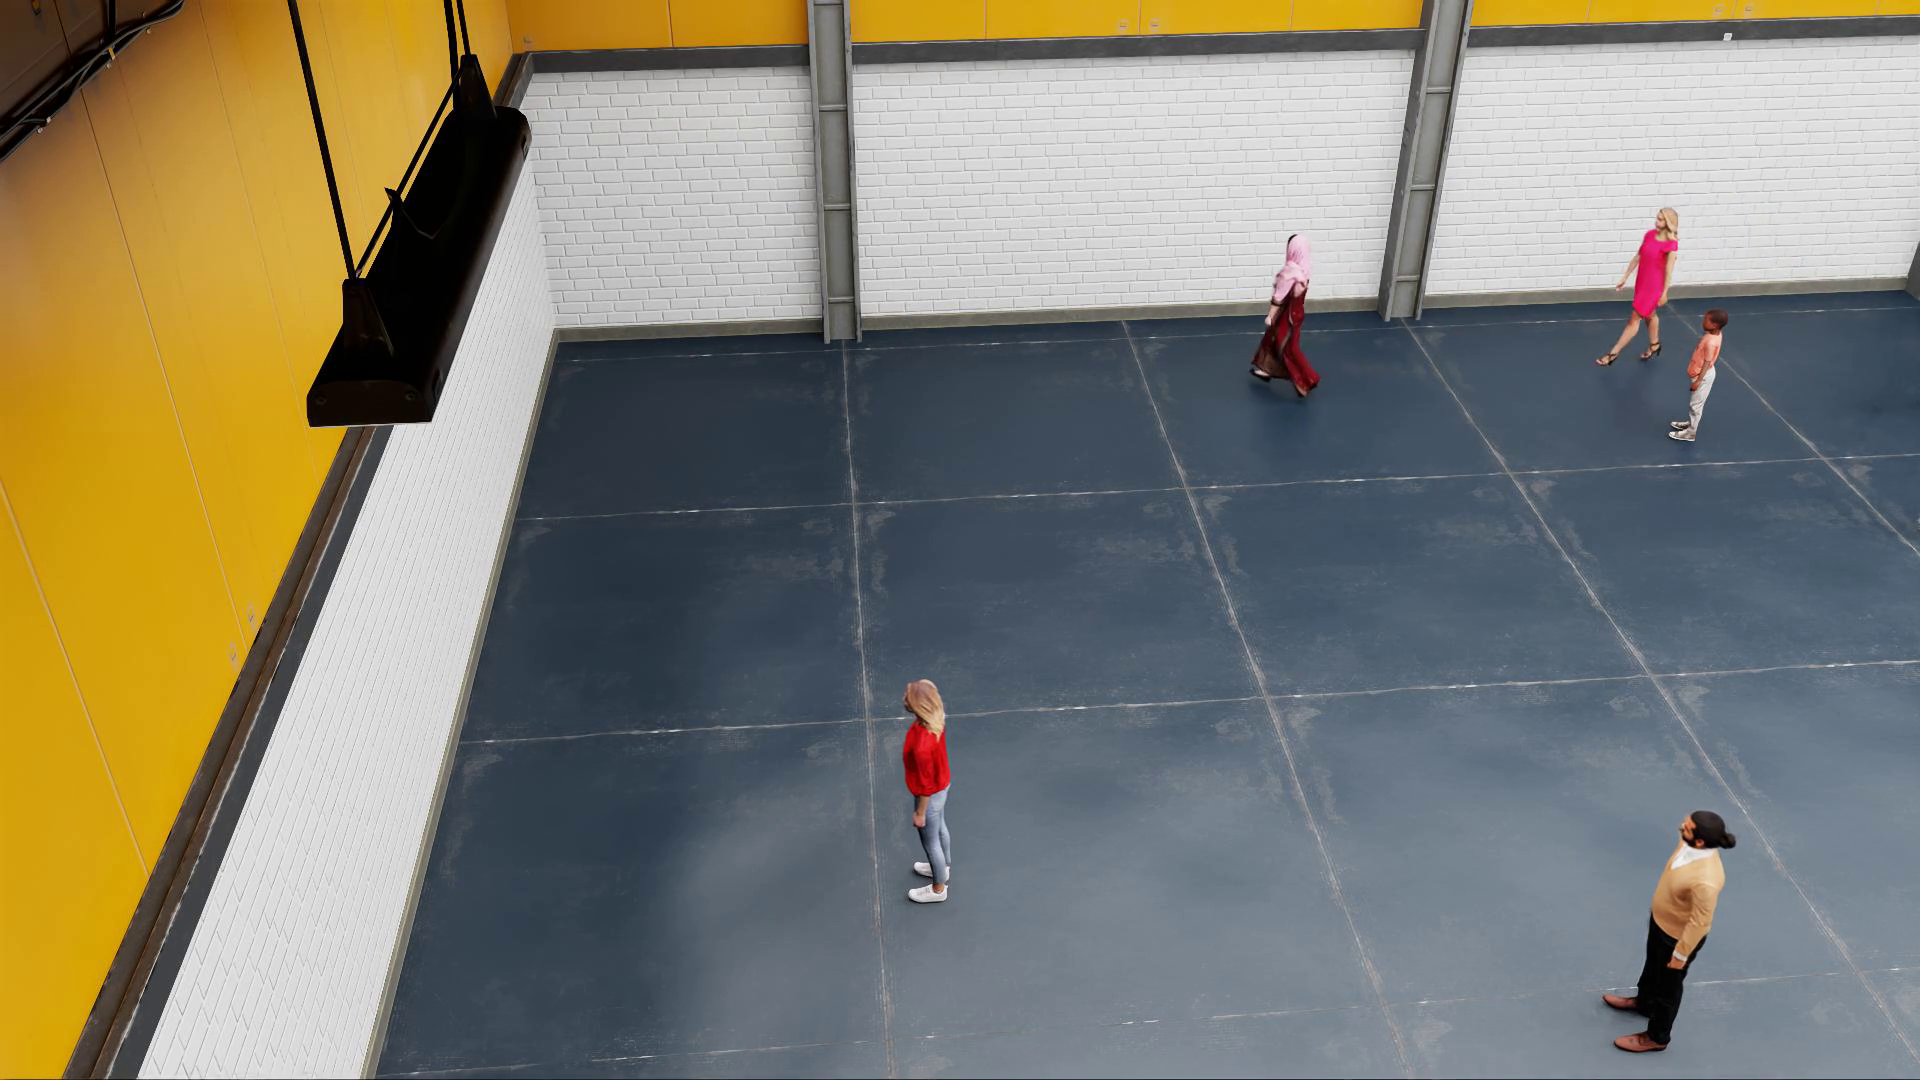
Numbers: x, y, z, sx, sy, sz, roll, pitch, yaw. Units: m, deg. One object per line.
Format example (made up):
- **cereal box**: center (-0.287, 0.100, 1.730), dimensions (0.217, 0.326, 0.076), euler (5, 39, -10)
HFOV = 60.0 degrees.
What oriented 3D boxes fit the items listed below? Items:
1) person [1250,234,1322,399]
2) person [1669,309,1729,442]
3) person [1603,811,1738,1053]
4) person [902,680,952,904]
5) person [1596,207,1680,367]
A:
- **person**: center (3.230, -2.148, 16.077), dimensions (1.097, 1.609, 1.013), euler (22, 40, 30)
- **person**: center (6.903, -1.544, 15.439), dimensions (0.599, 1.311, 0.560), euler (16, 37, 23)
- **person**: center (4.064, 2.193, 9.419), dimensions (0.672, 1.751, 0.708), euler (5, 34, 7)
- **person**: center (-0.196, 1.572, 10.397), dimensions (0.591, 1.703, 0.666), euler (4, 34, 7)
- **person**: center (6.948, -2.519, 16.561), dimensions (1.061, 1.692, 0.704), euler (-8, 34, -12)
